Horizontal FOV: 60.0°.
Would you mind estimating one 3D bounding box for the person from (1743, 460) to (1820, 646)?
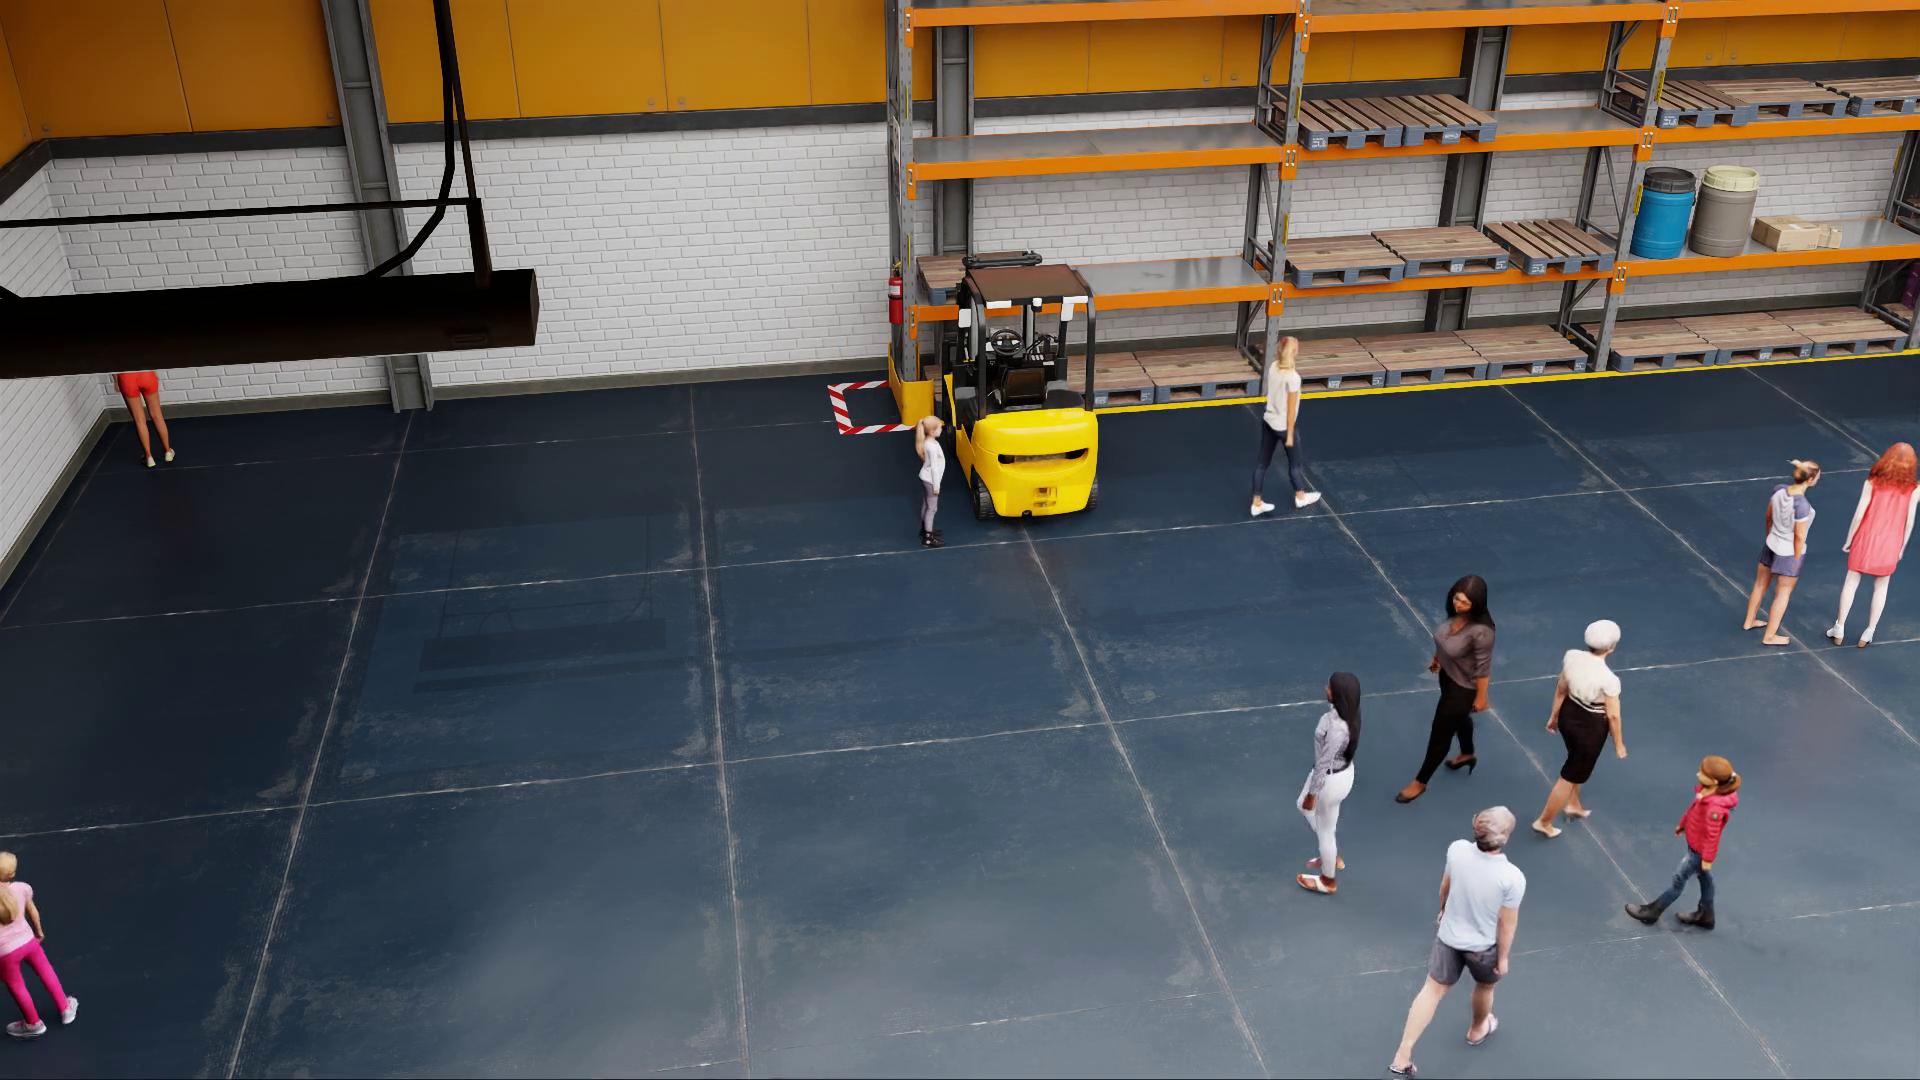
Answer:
[{"bbox_3d":[6.770,0.082,13.681,0.528,1.633,0.591,-7,29,-12],"label":"person"}]

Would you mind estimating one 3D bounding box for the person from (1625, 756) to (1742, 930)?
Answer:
[{"bbox_3d":[4.793,1.957,10.596,0.888,1.297,0.755,9,30,16],"label":"person"}]

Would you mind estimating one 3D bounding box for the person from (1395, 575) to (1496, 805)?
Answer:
[{"bbox_3d":[3.620,1.024,11.778,0.966,1.801,0.748,-1,29,-2],"label":"person"}]

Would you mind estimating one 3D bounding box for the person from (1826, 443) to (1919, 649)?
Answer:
[{"bbox_3d":[7.458,0.047,13.542,0.622,1.827,0.732,11,30,19],"label":"person"}]

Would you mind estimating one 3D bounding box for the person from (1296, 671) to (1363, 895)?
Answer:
[{"bbox_3d":[2.494,1.606,10.801,0.745,1.715,0.709,11,31,19],"label":"person"}]

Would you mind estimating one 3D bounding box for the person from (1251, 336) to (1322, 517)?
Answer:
[{"bbox_3d":[2.915,-1.030,15.559,1.039,1.788,0.825,-15,32,-25],"label":"person"}]

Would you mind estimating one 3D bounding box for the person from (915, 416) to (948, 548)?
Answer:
[{"bbox_3d":[-0.278,-0.556,15.221,0.495,1.277,0.482,-6,29,-11],"label":"person"}]

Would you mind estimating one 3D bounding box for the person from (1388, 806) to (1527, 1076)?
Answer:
[{"bbox_3d":[2.824,2.314,9.420,1.094,1.795,1.266,25,37,38],"label":"person"}]

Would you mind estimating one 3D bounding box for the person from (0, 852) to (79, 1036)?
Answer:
[{"bbox_3d":[-5.598,2.404,9.816,0.690,1.258,0.634,9,30,17],"label":"person"}]

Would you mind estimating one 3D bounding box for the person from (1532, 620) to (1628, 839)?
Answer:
[{"bbox_3d":[4.136,1.332,11.284,0.815,1.735,0.684,-8,30,-15],"label":"person"}]
